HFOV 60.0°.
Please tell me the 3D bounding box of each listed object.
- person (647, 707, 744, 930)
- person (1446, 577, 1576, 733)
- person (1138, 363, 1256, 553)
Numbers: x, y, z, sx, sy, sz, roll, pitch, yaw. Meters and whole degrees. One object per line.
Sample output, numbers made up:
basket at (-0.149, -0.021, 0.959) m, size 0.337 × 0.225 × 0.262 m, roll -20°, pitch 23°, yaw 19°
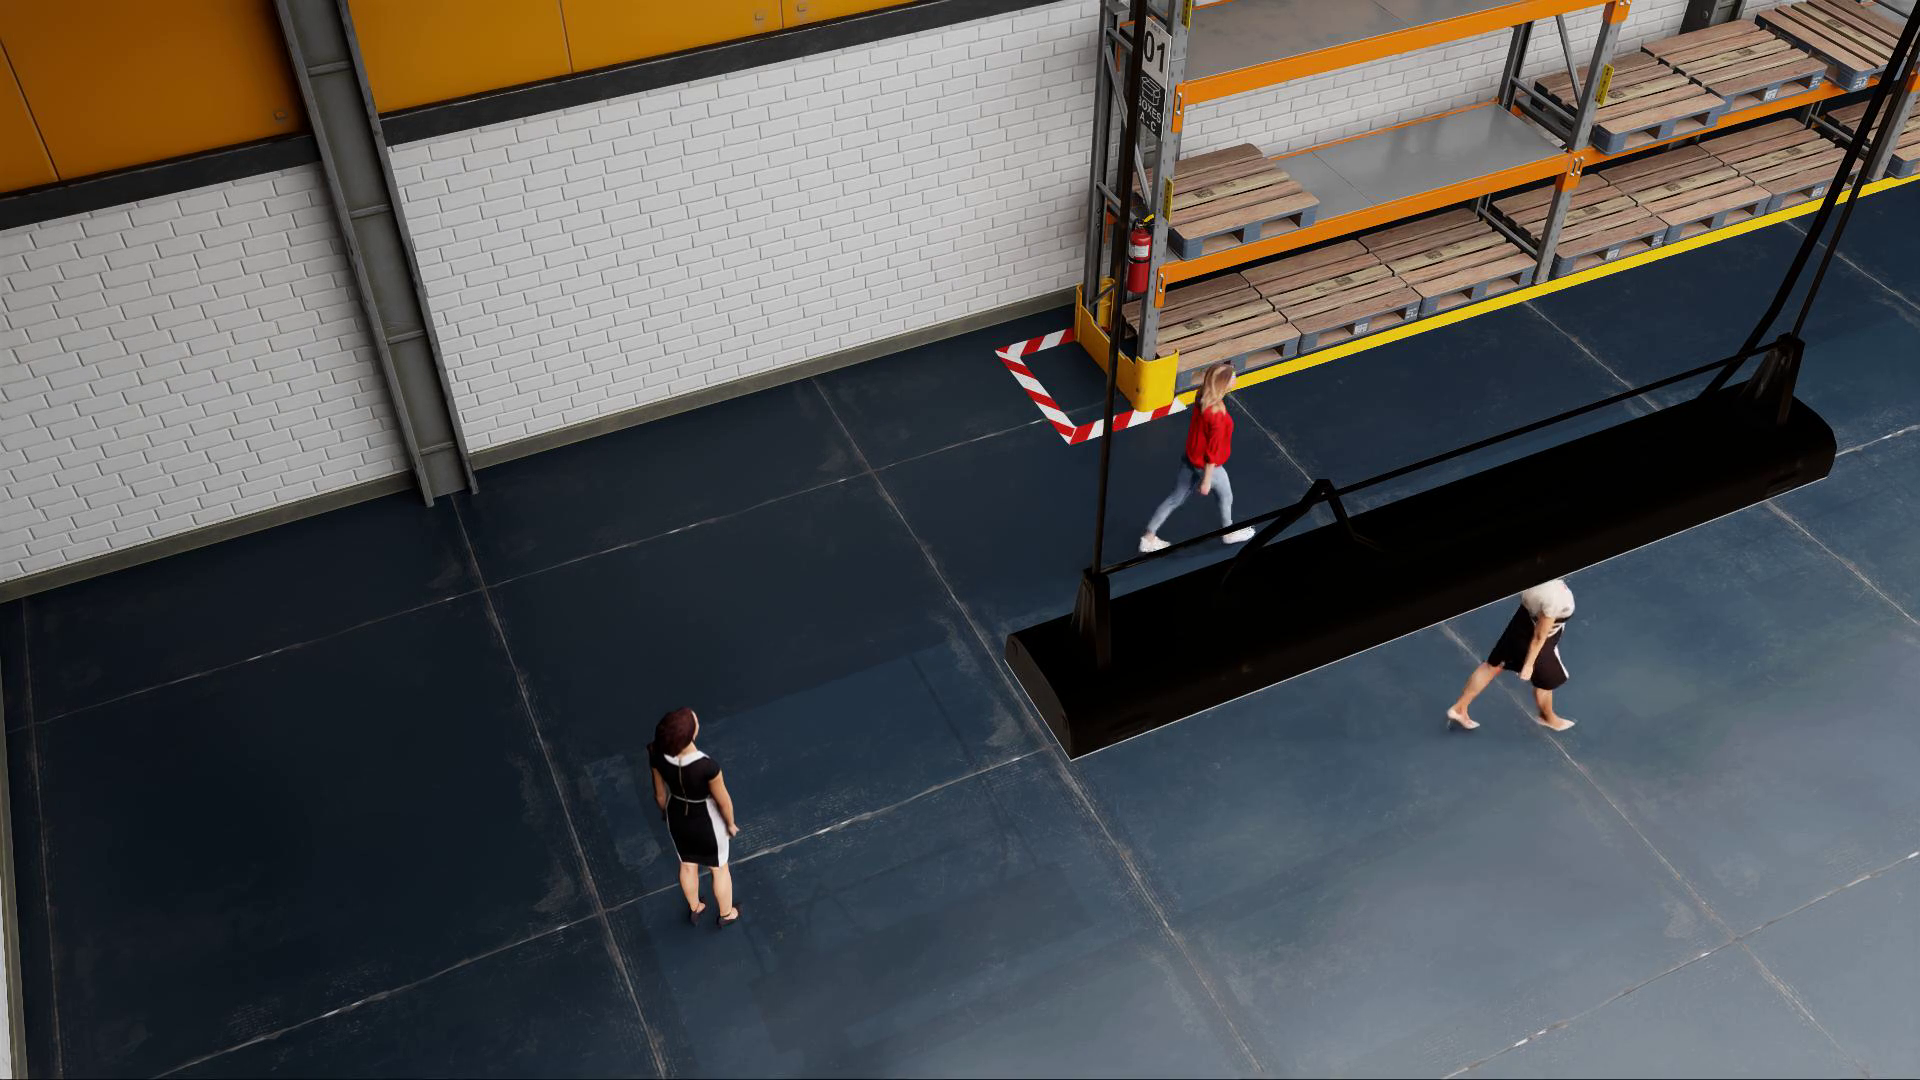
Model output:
person at (-1.470, 1.577, 9.284) m, size 0.640 × 1.795 × 0.719 m, roll 11°, pitch 45°, yaw 11°
person at (3.448, 0.633, 10.340) m, size 1.172 × 1.705 × 0.935 m, roll 0°, pitch 44°, yaw 0°
person at (1.612, -0.520, 11.584) m, size 1.157 × 1.659 × 0.762 m, roll -9°, pitch 44°, yaw -10°
